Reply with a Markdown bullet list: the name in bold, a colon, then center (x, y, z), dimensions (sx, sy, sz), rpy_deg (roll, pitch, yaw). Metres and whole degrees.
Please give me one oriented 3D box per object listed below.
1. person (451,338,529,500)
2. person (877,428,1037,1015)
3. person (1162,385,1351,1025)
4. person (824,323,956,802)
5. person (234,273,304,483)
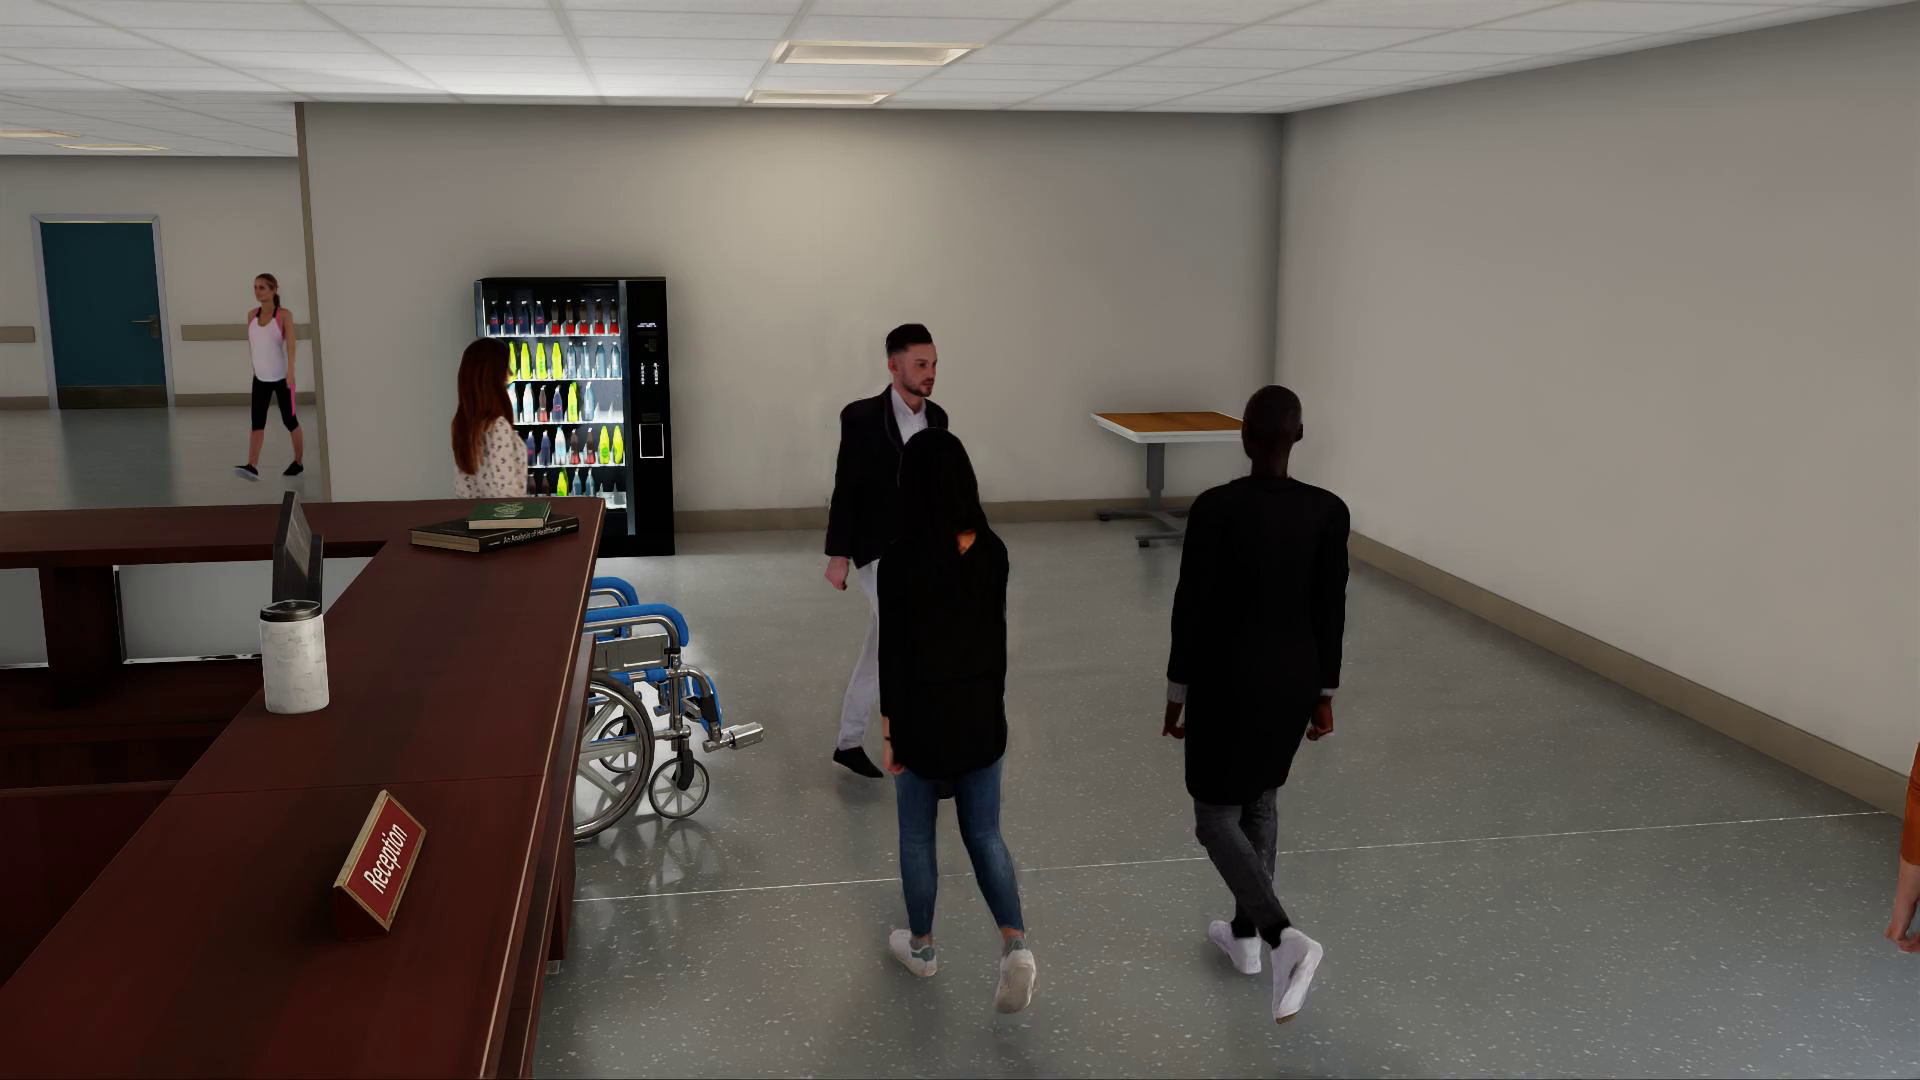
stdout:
- **person**: center (-1.991, 0.009, 7.048), dimensions (0.672, 1.726, 0.652), rpy_deg (-10, 15, -42)
- **person**: center (-0.008, 0.516, 4.635), dimensions (0.944, 1.629, 0.725), rpy_deg (-4, 11, -19)
- **person**: center (0.839, 0.464, 4.603), dimensions (0.998, 1.744, 0.813), rpy_deg (-4, 11, -18)
- **person**: center (-0.320, 0.084, 6.462), dimensions (1.186, 1.796, 1.132), rpy_deg (-9, 14, -40)
- **person**: center (-5.794, -1.357, 14.197), dimensions (1.149, 1.744, 0.962), rpy_deg (2, 11, 10)
